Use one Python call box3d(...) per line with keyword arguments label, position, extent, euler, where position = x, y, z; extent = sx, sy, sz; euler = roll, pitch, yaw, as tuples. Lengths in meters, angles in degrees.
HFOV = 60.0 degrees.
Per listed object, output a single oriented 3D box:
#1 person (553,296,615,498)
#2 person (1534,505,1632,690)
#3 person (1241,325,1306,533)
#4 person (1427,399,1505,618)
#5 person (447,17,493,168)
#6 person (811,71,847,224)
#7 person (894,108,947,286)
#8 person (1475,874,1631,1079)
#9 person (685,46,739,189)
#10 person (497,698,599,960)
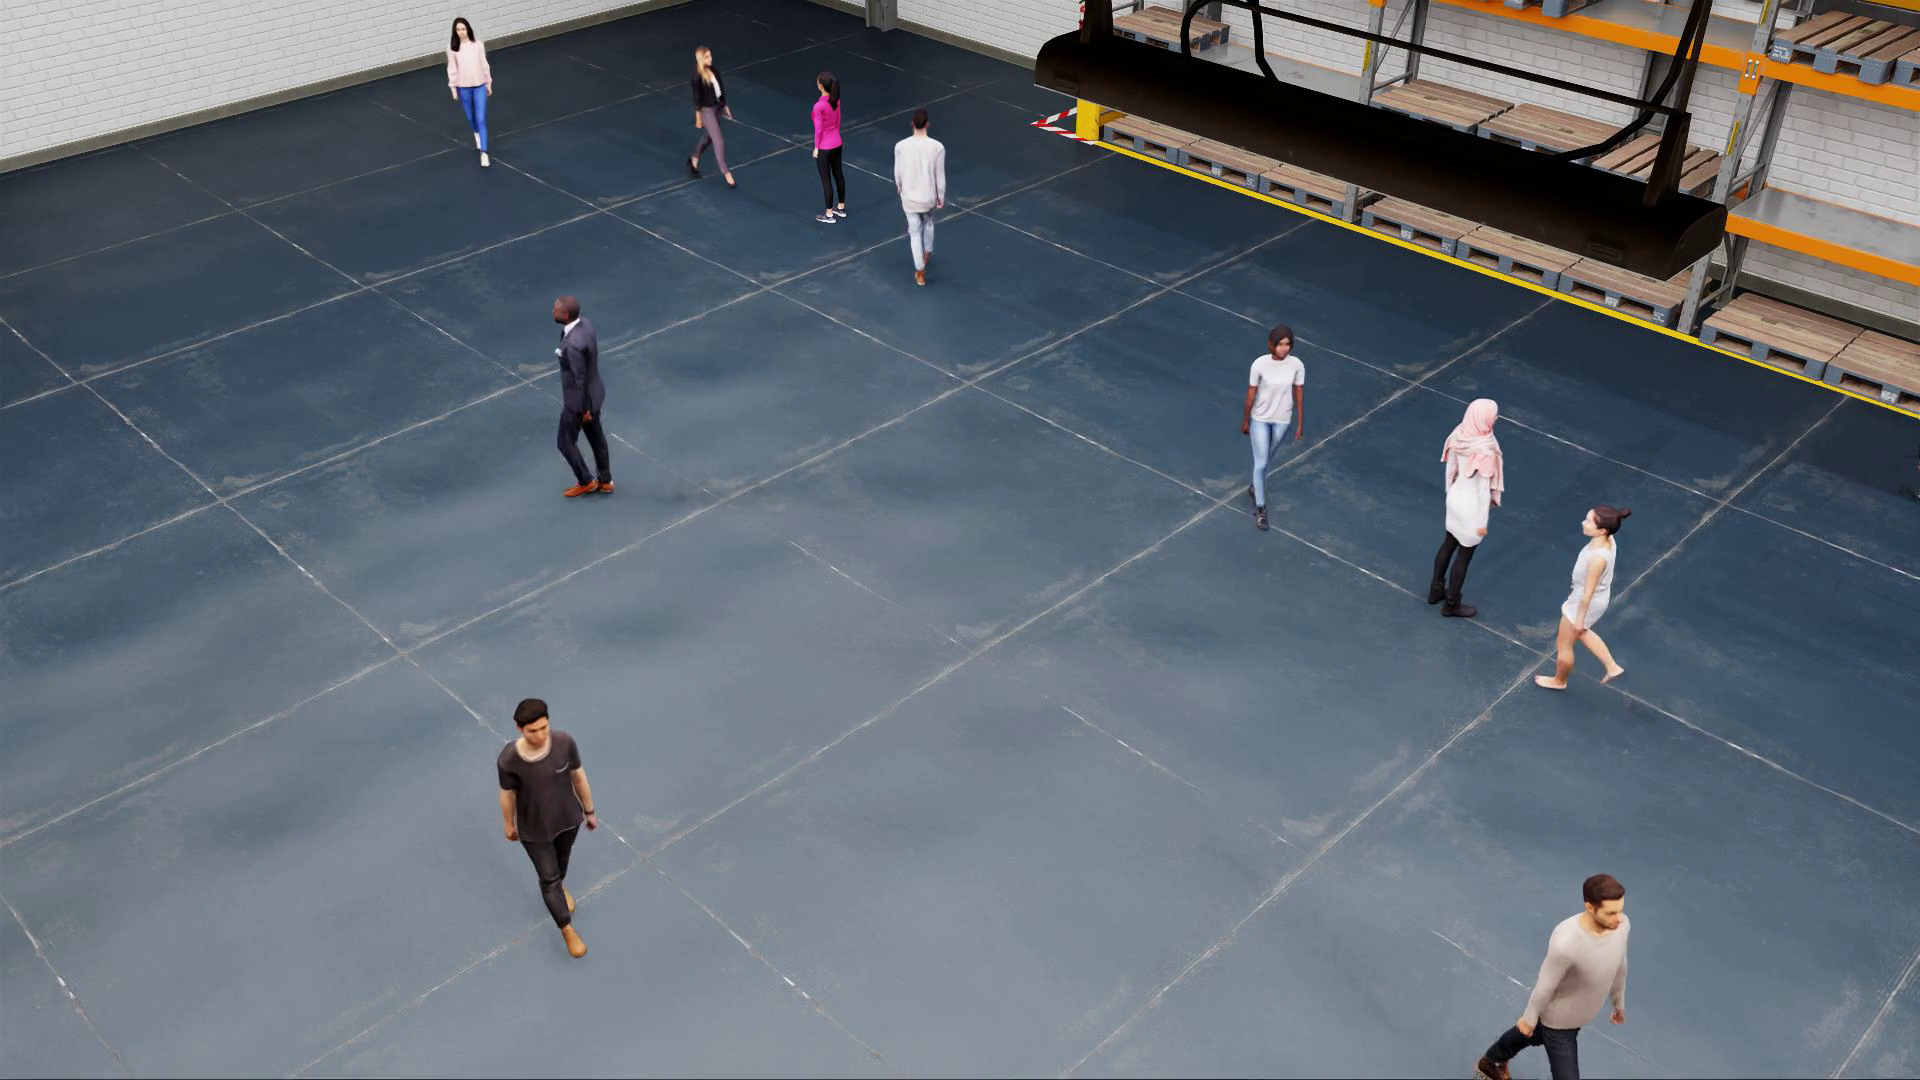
box3d(label="person", position=(-3.022, -1.165, 13.678), extent=(0.876, 1.807, 0.828), euler=(2, 34, 3))
box3d(label="person", position=(4.394, 0.442, 11.446), extent=(0.879, 1.602, 0.740), euler=(18, 38, 25))
box3d(label="person", position=(2.505, -0.995, 13.524), extent=(0.987, 1.695, 1.096), euler=(-3, 34, -5))
box3d(label="person", position=(3.741, -0.241, 12.290), extent=(0.795, 1.804, 0.690), euler=(-10, 35, -14))
box3d(label="person", position=(-5.944, -5.503, 20.271), extent=(1.079, 1.734, 1.263), euler=(-6, 34, -9))
box3d(label="person", position=(-1.463, -4.417, 18.668), extent=(0.615, 1.699, 0.617), euler=(21, 39, 29))
box3d(label="person", position=(-0.420, -3.519, 17.221), extent=(1.046, 1.805, 1.134), euler=(-3, 34, -4))
box3d(label="person", position=(3.005, 2.324, 8.417), extent=(0.851, 1.820, 1.243), euler=(-19, 38, -26))
box3d(label="person", position=(-3.002, -4.996, 19.596), extent=(1.096, 1.637, 0.802), euler=(17, 37, 24))
box3d(label="person", position=(-2.430, 1.559, 9.690), extent=(0.751, 1.685, 1.032), euler=(-21, 39, -28))
